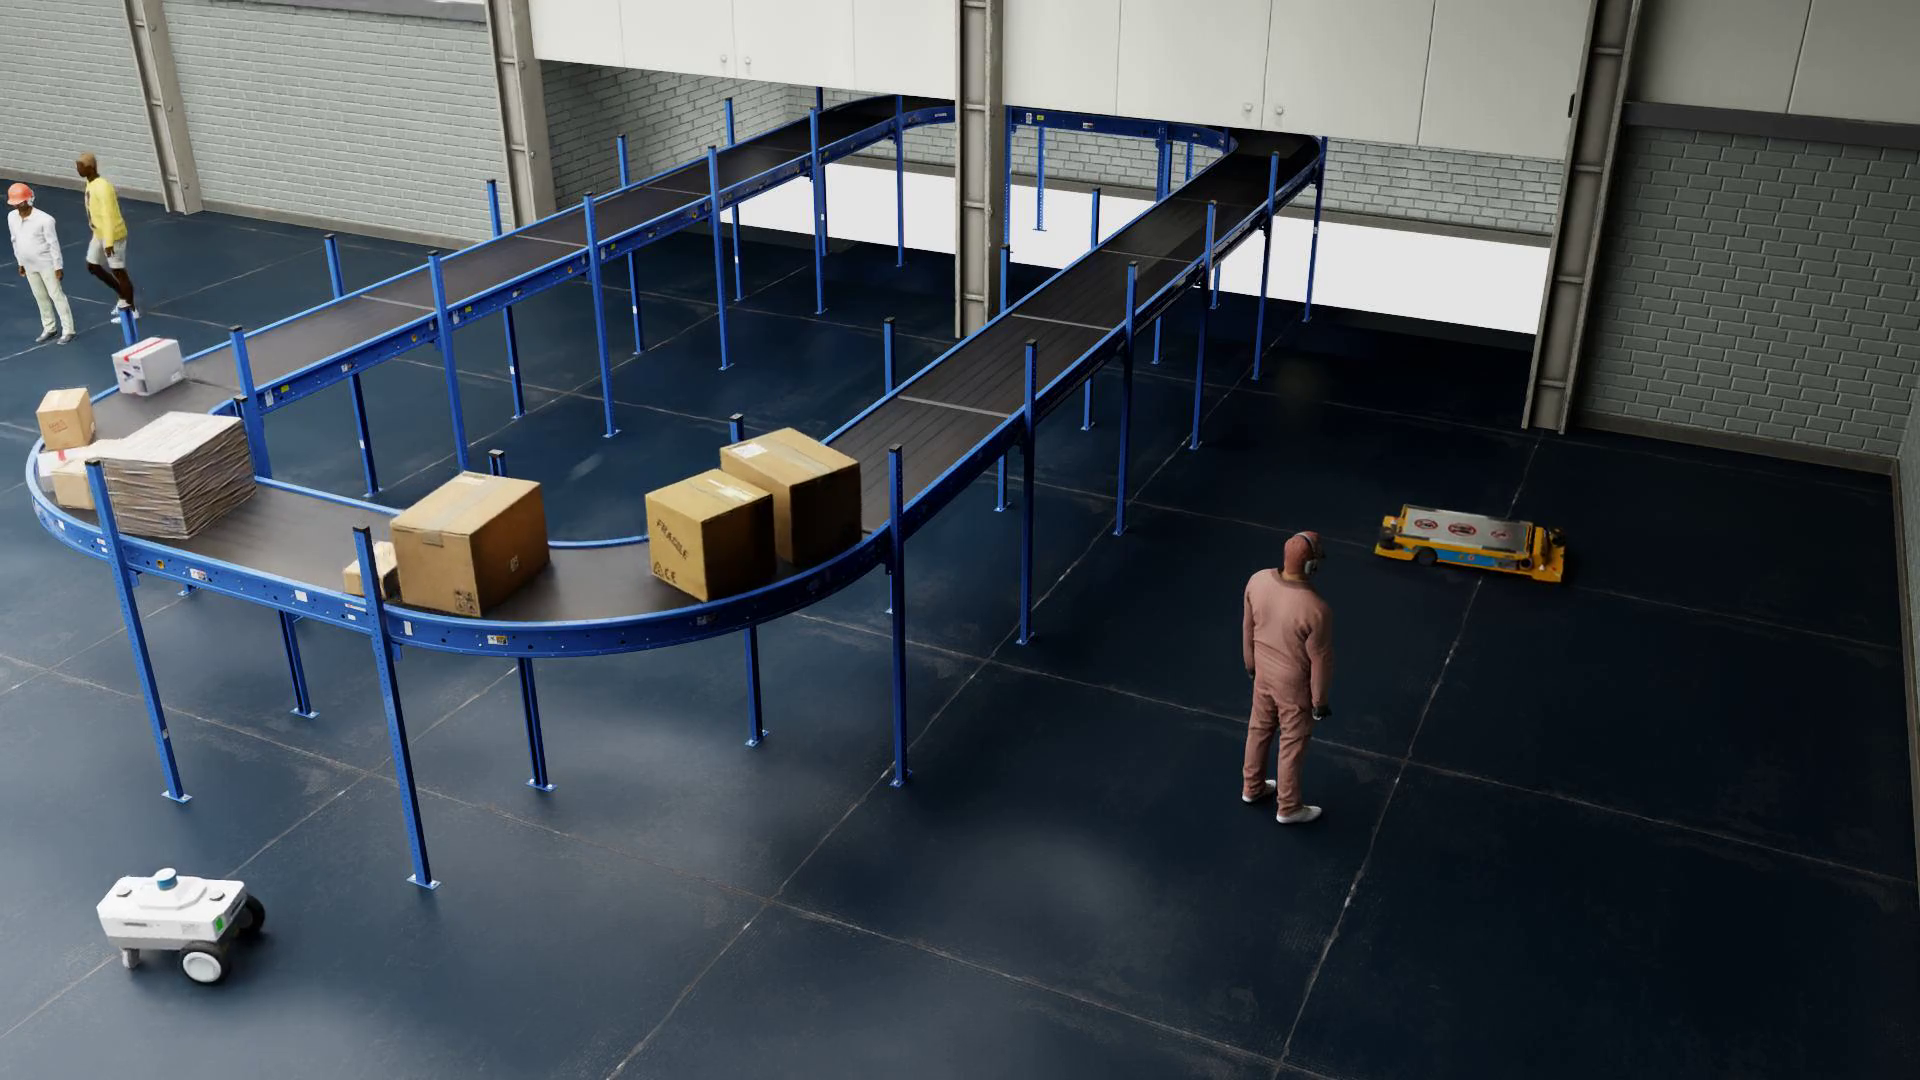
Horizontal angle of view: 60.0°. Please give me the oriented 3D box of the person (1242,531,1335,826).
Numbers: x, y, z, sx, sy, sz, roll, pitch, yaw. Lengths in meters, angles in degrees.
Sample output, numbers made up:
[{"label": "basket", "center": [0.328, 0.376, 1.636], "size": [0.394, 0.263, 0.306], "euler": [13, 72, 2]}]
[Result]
[{"label": "person", "center": [1.986, 0.821, 9.984], "size": [0.407, 1.904, 0.650], "euler": [-18, 31, -32]}]

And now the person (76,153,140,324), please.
[{"label": "person", "center": [-9.422, -3.320, 18.342], "size": [0.567, 1.888, 0.448], "euler": [23, 35, 38]}]

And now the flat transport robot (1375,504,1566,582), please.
[{"label": "flat transport robot", "center": [4.125, 0.021, 13.433], "size": [1.431, 0.231, 0.659], "euler": [9, 28, 17]}]

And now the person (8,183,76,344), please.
[{"label": "person", "center": [-9.849, -2.953, 17.769], "size": [0.565, 1.743, 0.346], "euler": [7, 27, 14]}]

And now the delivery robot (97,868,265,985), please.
[{"label": "delivery robot", "center": [-4.231, 2.043, 9.018], "size": [0.749, 0.578, 0.505], "euler": [2, 26, 3]}]
